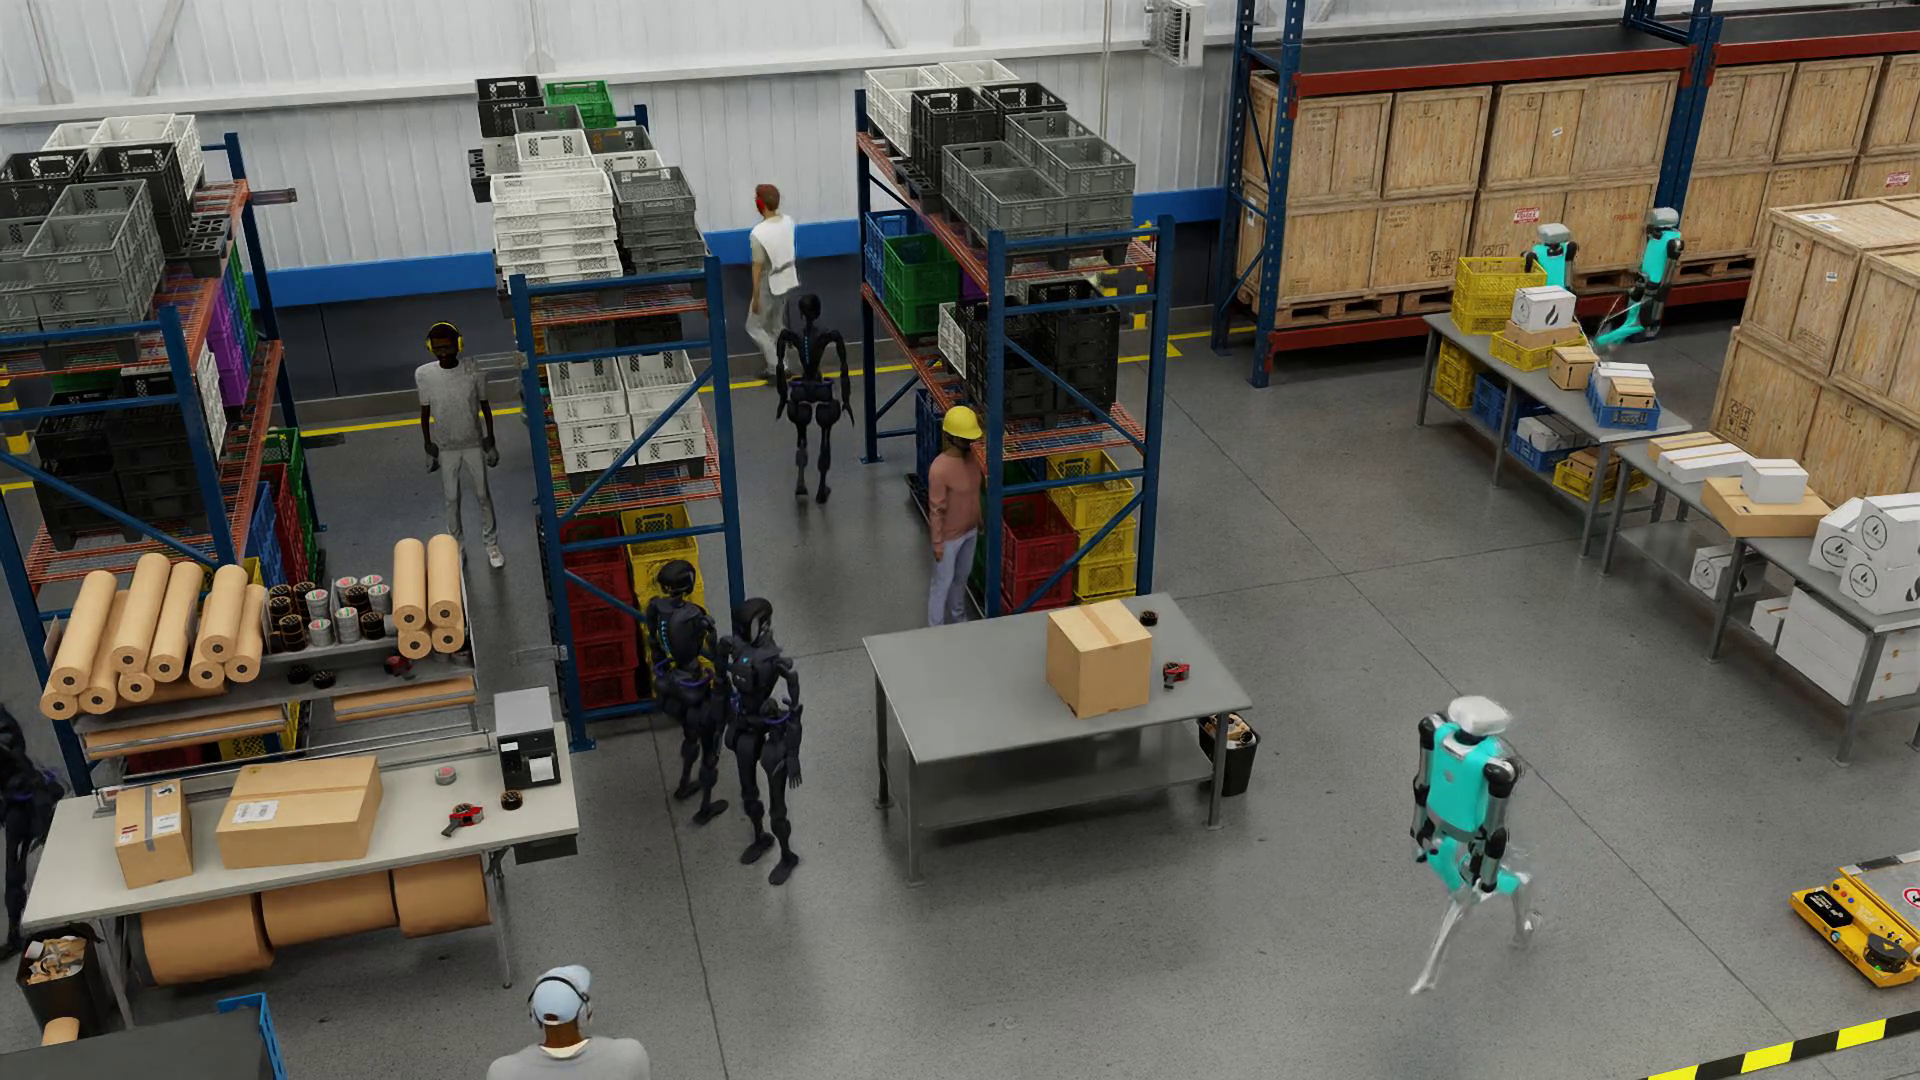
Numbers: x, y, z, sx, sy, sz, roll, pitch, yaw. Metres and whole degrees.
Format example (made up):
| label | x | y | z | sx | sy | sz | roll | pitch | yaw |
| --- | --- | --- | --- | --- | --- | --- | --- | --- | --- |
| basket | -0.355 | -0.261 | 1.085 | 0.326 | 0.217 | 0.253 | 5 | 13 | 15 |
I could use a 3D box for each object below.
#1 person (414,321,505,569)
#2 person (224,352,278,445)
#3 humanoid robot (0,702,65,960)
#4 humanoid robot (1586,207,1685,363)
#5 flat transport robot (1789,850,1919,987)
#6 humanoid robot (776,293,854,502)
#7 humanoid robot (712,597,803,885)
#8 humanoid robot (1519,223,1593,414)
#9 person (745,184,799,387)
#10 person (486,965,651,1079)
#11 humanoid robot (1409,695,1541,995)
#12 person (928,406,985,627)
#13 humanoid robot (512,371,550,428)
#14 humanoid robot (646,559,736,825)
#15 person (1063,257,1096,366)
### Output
| label | x | y | z | sx | sy | sz | roll | pitch | yaw |
| --- | --- | --- | --- | --- | --- | --- | --- | --- | --- |
| person | -3.508 | -0.649 | 11.680 | 0.508 | 1.872 | 0.329 | -8 | 30 | -14 |
| person | -5.964 | -1.638 | 13.505 | 0.505 | 1.846 | 0.346 | 5 | 29 | 8 |
| humanoid robot | -4.671 | 1.339 | 8.332 | 0.610 | 1.611 | 0.837 | 16 | 33 | 27 |
| humanoid robot | 5.588 | -1.969 | 14.237 | 0.964 | 1.769 | 0.531 | -1 | 29 | -2 |
| flat transport robot | 5.163 | 1.916 | 8.676 | 1.431 | 0.231 | 0.659 | -8 | 30 | -14 |
| humanoid robot | -1.111 | -1.069 | 12.647 | 0.611 | 1.634 | 0.395 | 2 | 29 | 4 |
| humanoid robot | -1.066 | 1.037 | 8.798 | 0.598 | 1.654 | 0.337 | 15 | 32 | 26 |
| humanoid robot | 4.931 | -1.638 | 13.671 | 0.570 | 1.827 | 0.787 | -13 | 31 | -22 |
| person | -1.652 | -2.208 | 14.562 | 0.473 | 1.822 | 0.580 | 16 | 33 | 27 |
| person | -1.417 | 2.335 | 6.270 | 0.596 | 1.849 | 0.393 | -6 | 29 | -12 |
| humanoid robot | 2.608 | 1.422 | 8.072 | 0.955 | 1.764 | 0.544 | -17 | 33 | -28 |
| person | -0.002 | -0.058 | 10.711 | 0.326 | 1.767 | 0.530 | 19 | 34 | 30 |
| humanoid robot | -3.331 | -1.445 | 13.204 | 0.685 | 1.737 | 0.532 | -7 | 29 | -12 |
| humanoid robot | -1.477 | 0.833 | 9.171 | 0.589 | 1.649 | 0.341 | 18 | 34 | 30 |
| person | 0.947 | -2.267 | 14.700 | 0.561 | 1.795 | 0.694 | 4 | 29 | 7 |
